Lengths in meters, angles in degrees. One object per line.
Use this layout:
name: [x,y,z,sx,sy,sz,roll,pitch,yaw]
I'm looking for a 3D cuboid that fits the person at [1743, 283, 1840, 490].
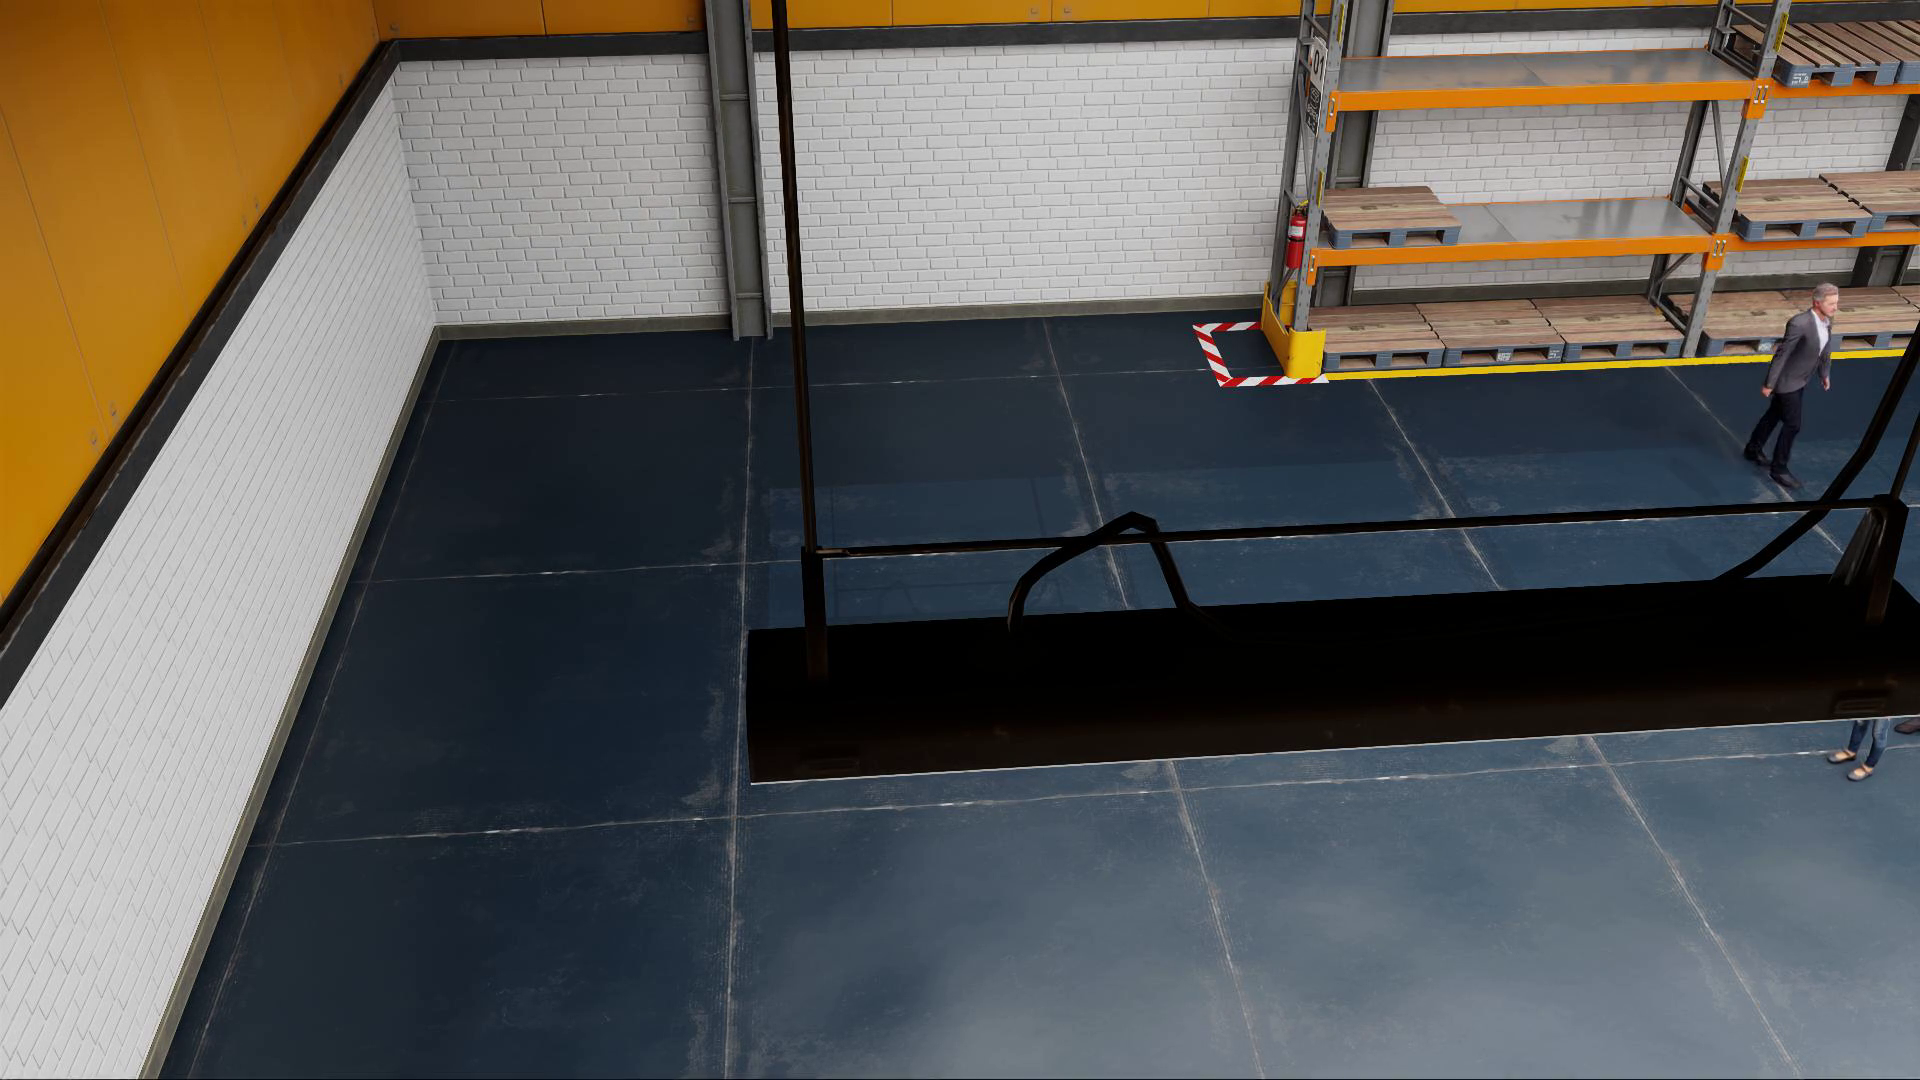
person: [7.102,-1.425,14.341,1.003,1.813,1.050,-27,42,-34]
